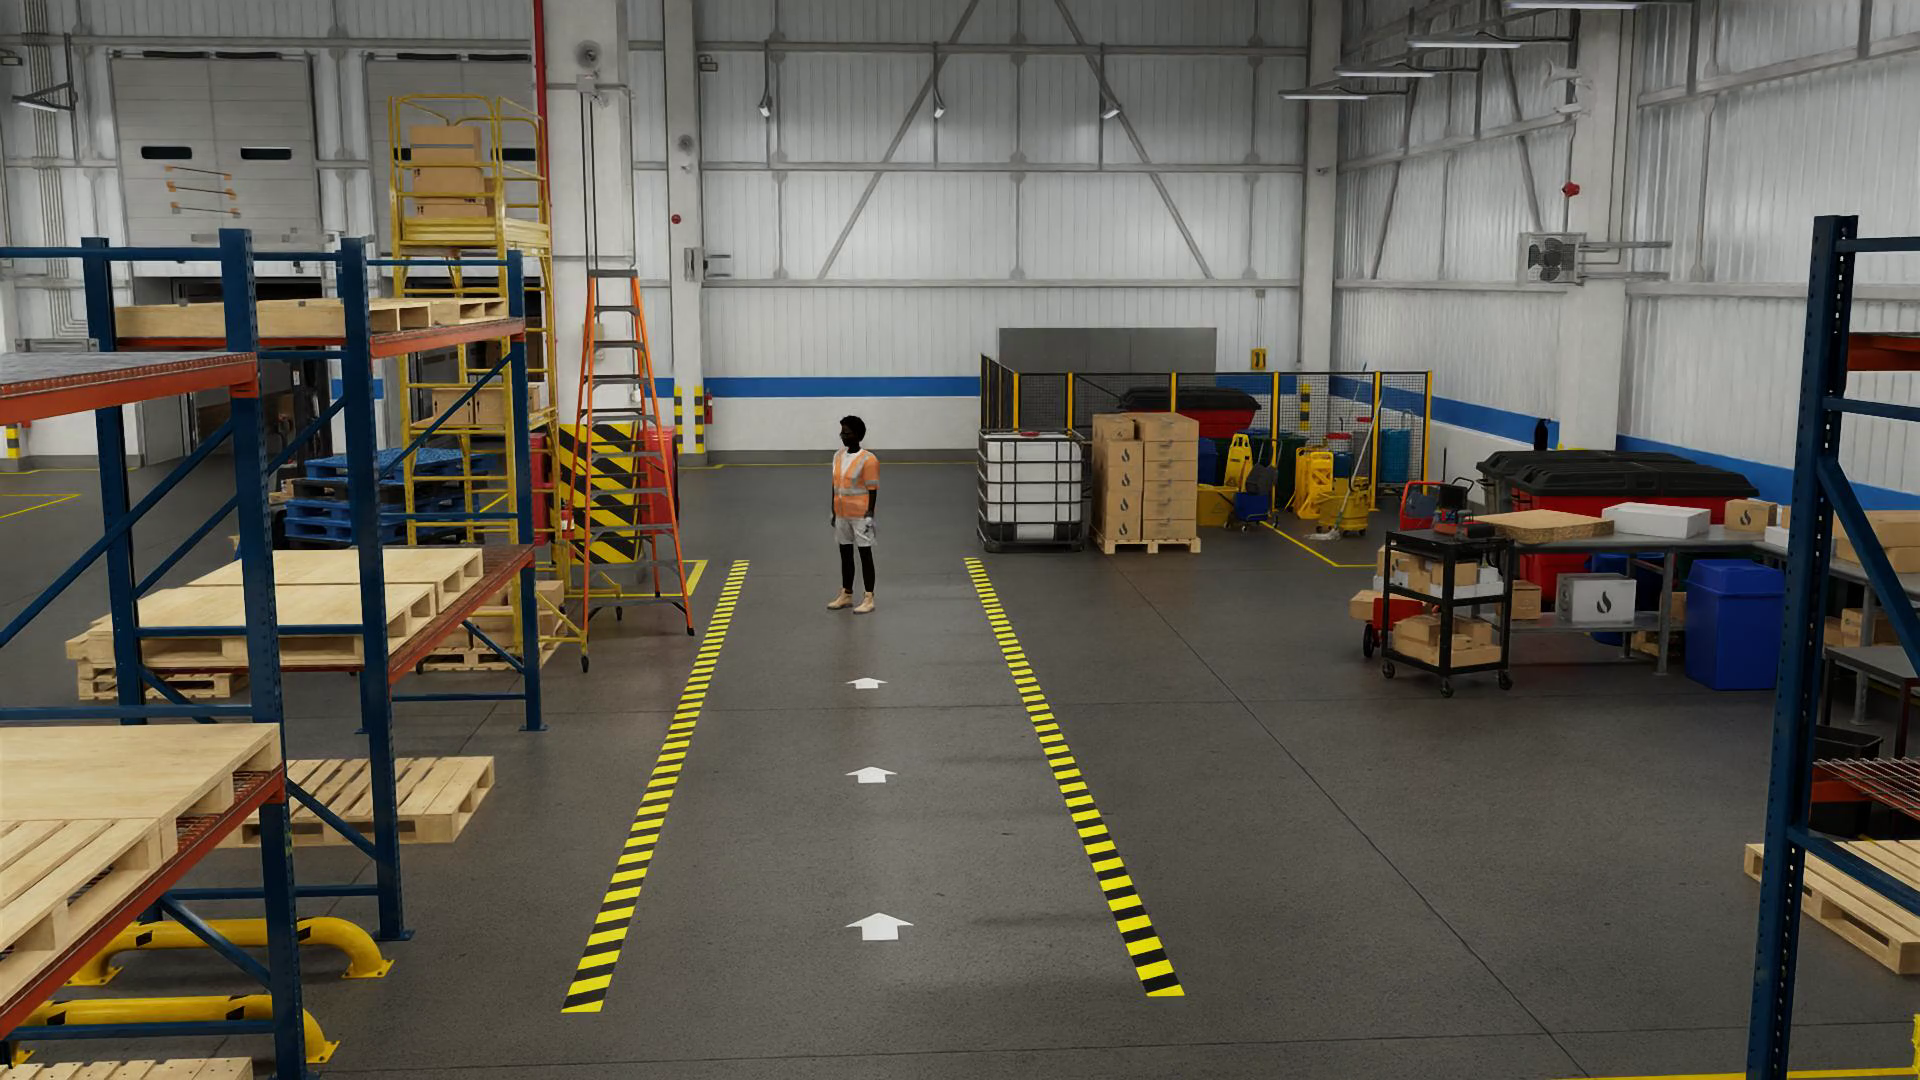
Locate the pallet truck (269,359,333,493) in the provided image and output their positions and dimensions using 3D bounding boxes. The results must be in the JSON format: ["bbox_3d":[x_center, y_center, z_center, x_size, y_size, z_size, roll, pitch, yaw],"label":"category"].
[{"bbox_3d":[-7.062,-1.131,18.996,1.885,1.965,0.823,2,9,13],"label":"pallet truck"}]

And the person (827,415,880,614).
[{"bbox_3d":[-0.911,-0.217,14.202,0.535,1.697,0.318,8,12,40],"label":"person"}]
